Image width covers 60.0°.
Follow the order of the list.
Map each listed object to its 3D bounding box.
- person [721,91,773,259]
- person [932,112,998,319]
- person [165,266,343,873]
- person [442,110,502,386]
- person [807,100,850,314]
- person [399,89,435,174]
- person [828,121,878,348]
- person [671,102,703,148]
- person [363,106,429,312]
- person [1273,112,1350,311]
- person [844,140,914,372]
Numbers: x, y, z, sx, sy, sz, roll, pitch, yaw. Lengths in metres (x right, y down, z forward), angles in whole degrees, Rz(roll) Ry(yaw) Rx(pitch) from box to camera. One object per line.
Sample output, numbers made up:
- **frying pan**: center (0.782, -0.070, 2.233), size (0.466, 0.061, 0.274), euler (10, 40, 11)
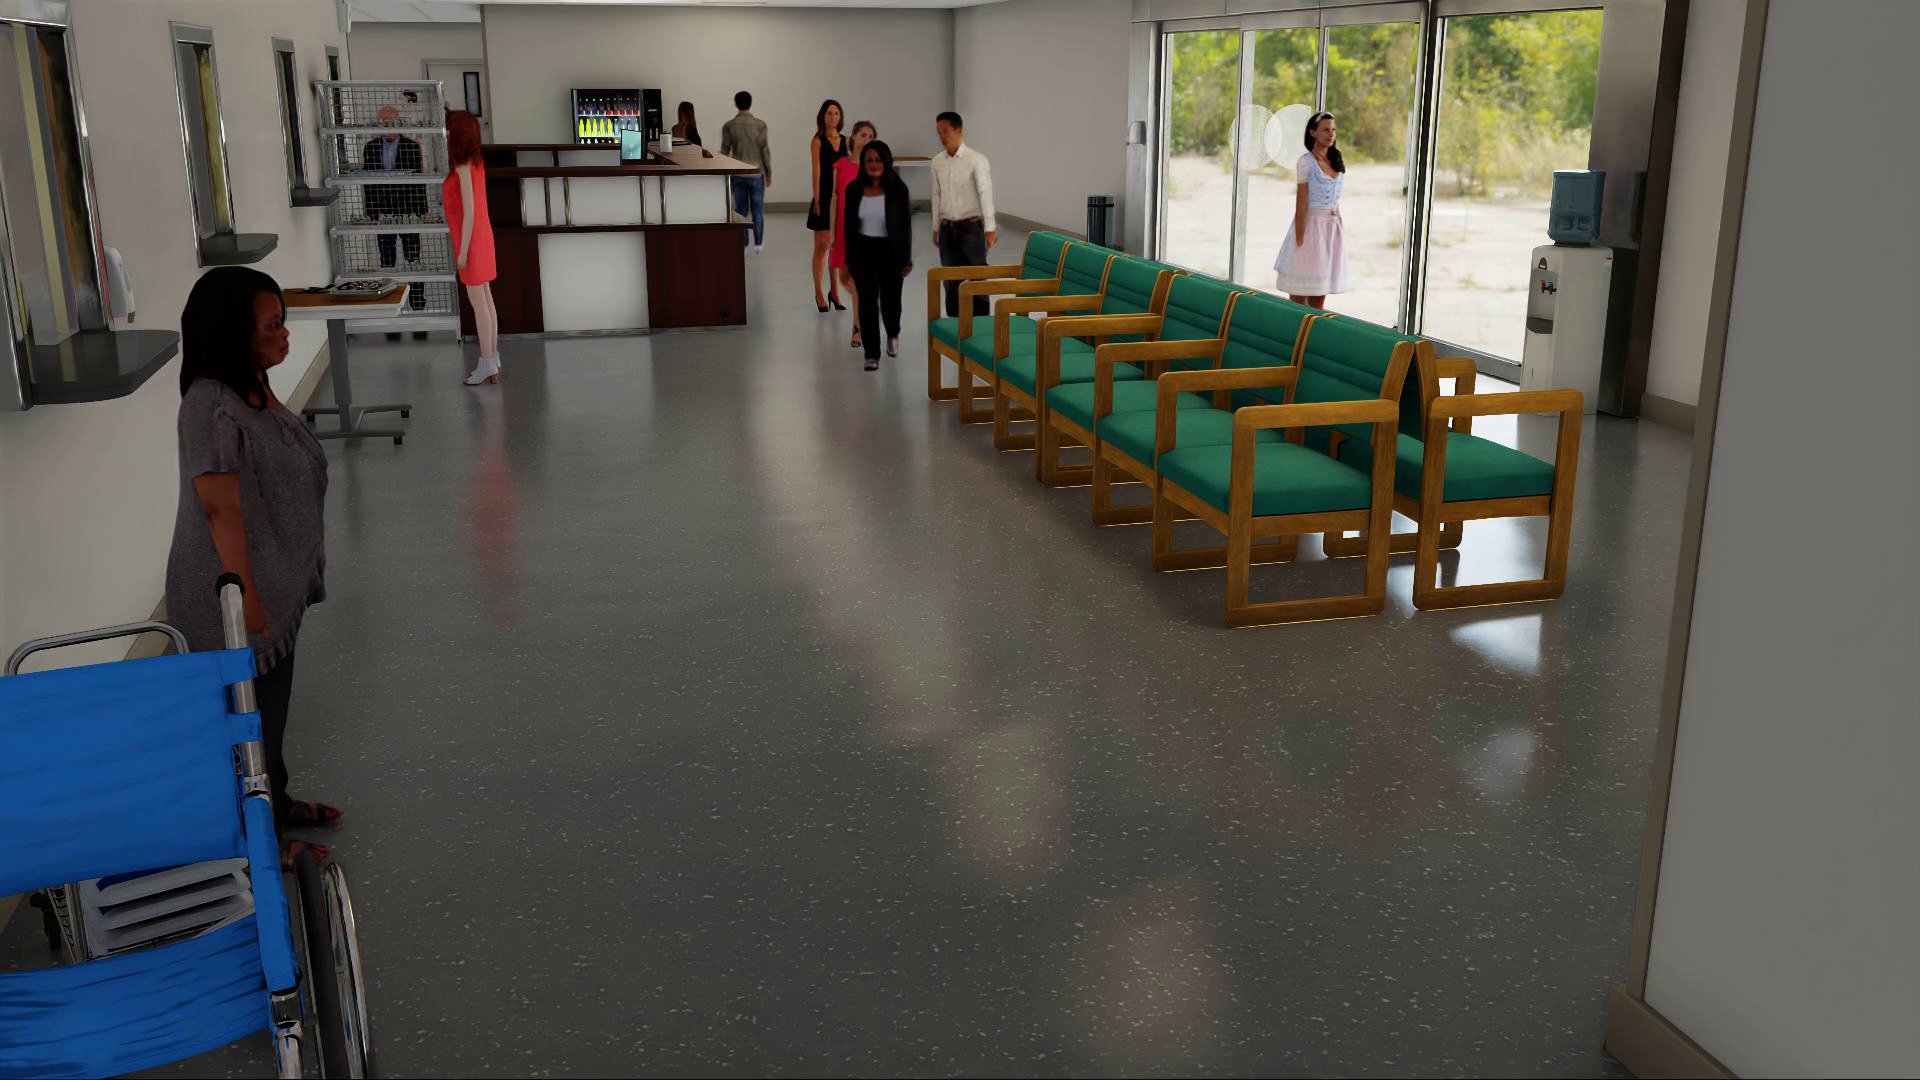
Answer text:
- **person**: center (-2.398, -4.040, 18.621), size (1.153, 1.816, 0.904), euler (-1, 16, -5)
- **person**: center (0.062, -2.293, 12.536), size (1.153, 1.756, 1.200), euler (7, 17, 24)
- **person**: center (-1.897, 0.081, 4.394), size (0.649, 1.604, 0.637), euler (-5, 17, -17)
- **person**: center (-3.305, -1.986, 11.314), size (0.569, 1.828, 0.634), euler (-1, 16, -4)
- **person**: center (-1.140, -2.937, 14.674), size (0.609, 1.834, 0.725), euler (-14, 21, -40)
- **person**: center (-9.860, -7.202, 29.958), size (0.854, 1.751, 0.575), euler (-5, 16, -16)
- **person**: center (-0.790, -2.377, 12.960), size (0.995, 1.688, 0.932), euler (5, 17, 17)
- **person**: center (-3.488, -4.704, 21.177), size (0.684, 1.707, 0.714), euler (12, 20, 37)
- **person**: center (-4.861, -2.825, 14.346), size (0.559, 1.797, 0.772), euler (-2, 16, -7)
- **person**: center (2.392, -1.965, 11.257), size (0.771, 1.818, 0.858), euler (-10, 19, -33)
- **person**: center (-0.572, -2.012, 11.849), size (1.095, 1.588, 0.898), euler (0, 16, 0)
